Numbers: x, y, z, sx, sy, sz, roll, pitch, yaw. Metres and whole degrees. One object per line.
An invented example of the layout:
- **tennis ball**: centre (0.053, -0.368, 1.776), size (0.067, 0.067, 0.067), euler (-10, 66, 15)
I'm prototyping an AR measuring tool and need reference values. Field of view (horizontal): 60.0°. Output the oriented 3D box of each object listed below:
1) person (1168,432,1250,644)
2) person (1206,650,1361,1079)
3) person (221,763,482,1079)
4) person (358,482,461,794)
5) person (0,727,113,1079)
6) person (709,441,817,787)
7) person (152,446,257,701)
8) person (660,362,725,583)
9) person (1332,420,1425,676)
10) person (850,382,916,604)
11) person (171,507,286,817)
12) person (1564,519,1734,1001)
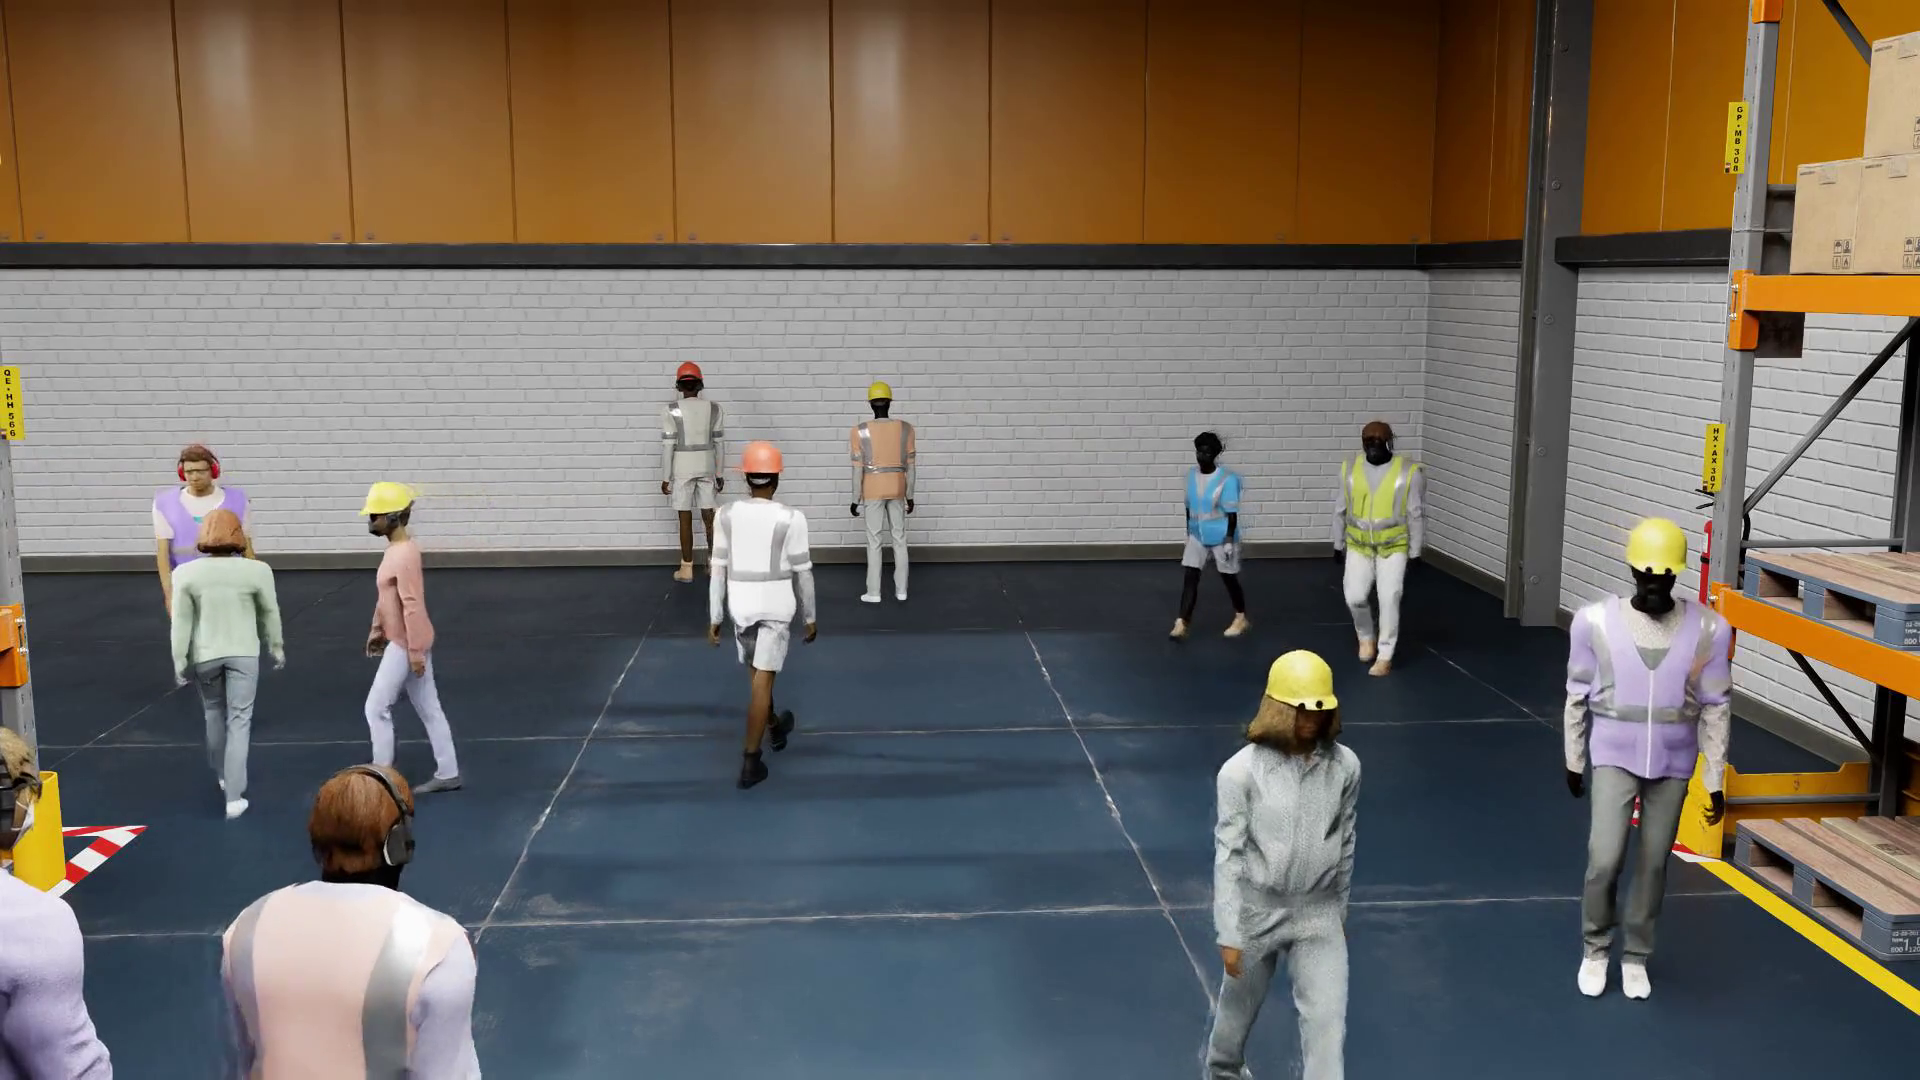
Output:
- **person**: centre (1.934, -0.021, 12.786), size (0.563, 1.643, 0.899), euler (8, 12, 41)
- **person**: centre (1.011, 1.163, 5.226), size (0.497, 1.699, 0.890), euler (-2, 9, -12)
- **person**: centre (-1.301, 1.381, 3.633), size (0.644, 1.787, 0.964), euler (3, 9, 17)
- **person**: centre (-3.056, 0.561, 8.892), size (0.747, 1.742, 0.540), euler (-3, 10, -18)
- **person**: centre (-2.004, 1.322, 3.482), size (0.631, 1.939, 0.372), euler (4, 10, 21)
- **person**: centre (-1.085, 0.383, 9.503), size (0.571, 1.889, 0.980), euler (2, 9, 15)
- **person**: centre (-4.721, 0.293, 10.446), size (0.555, 1.787, 1.001), euler (-3, 9, -16)
- **person**: centre (-2.484, -0.629, 15.411), size (0.615, 2.037, 0.390), euler (-5, 10, -30)
- **person**: centre (2.970, 0.049, 11.833), size (0.670, 1.822, 0.468), euler (5, 10, 28)
- **person**: centre (-0.670, -0.401, 14.361), size (0.584, 1.918, 0.381), euler (-3, 10, -19)
- **person**: centre (-3.903, 0.624, 8.918), size (0.520, 1.596, 0.791), euler (-2, 9, -11)
- **person**: centre (2.651, 0.864, 6.440), size (0.585, 1.909, 0.507), euler (2, 9, 15)
